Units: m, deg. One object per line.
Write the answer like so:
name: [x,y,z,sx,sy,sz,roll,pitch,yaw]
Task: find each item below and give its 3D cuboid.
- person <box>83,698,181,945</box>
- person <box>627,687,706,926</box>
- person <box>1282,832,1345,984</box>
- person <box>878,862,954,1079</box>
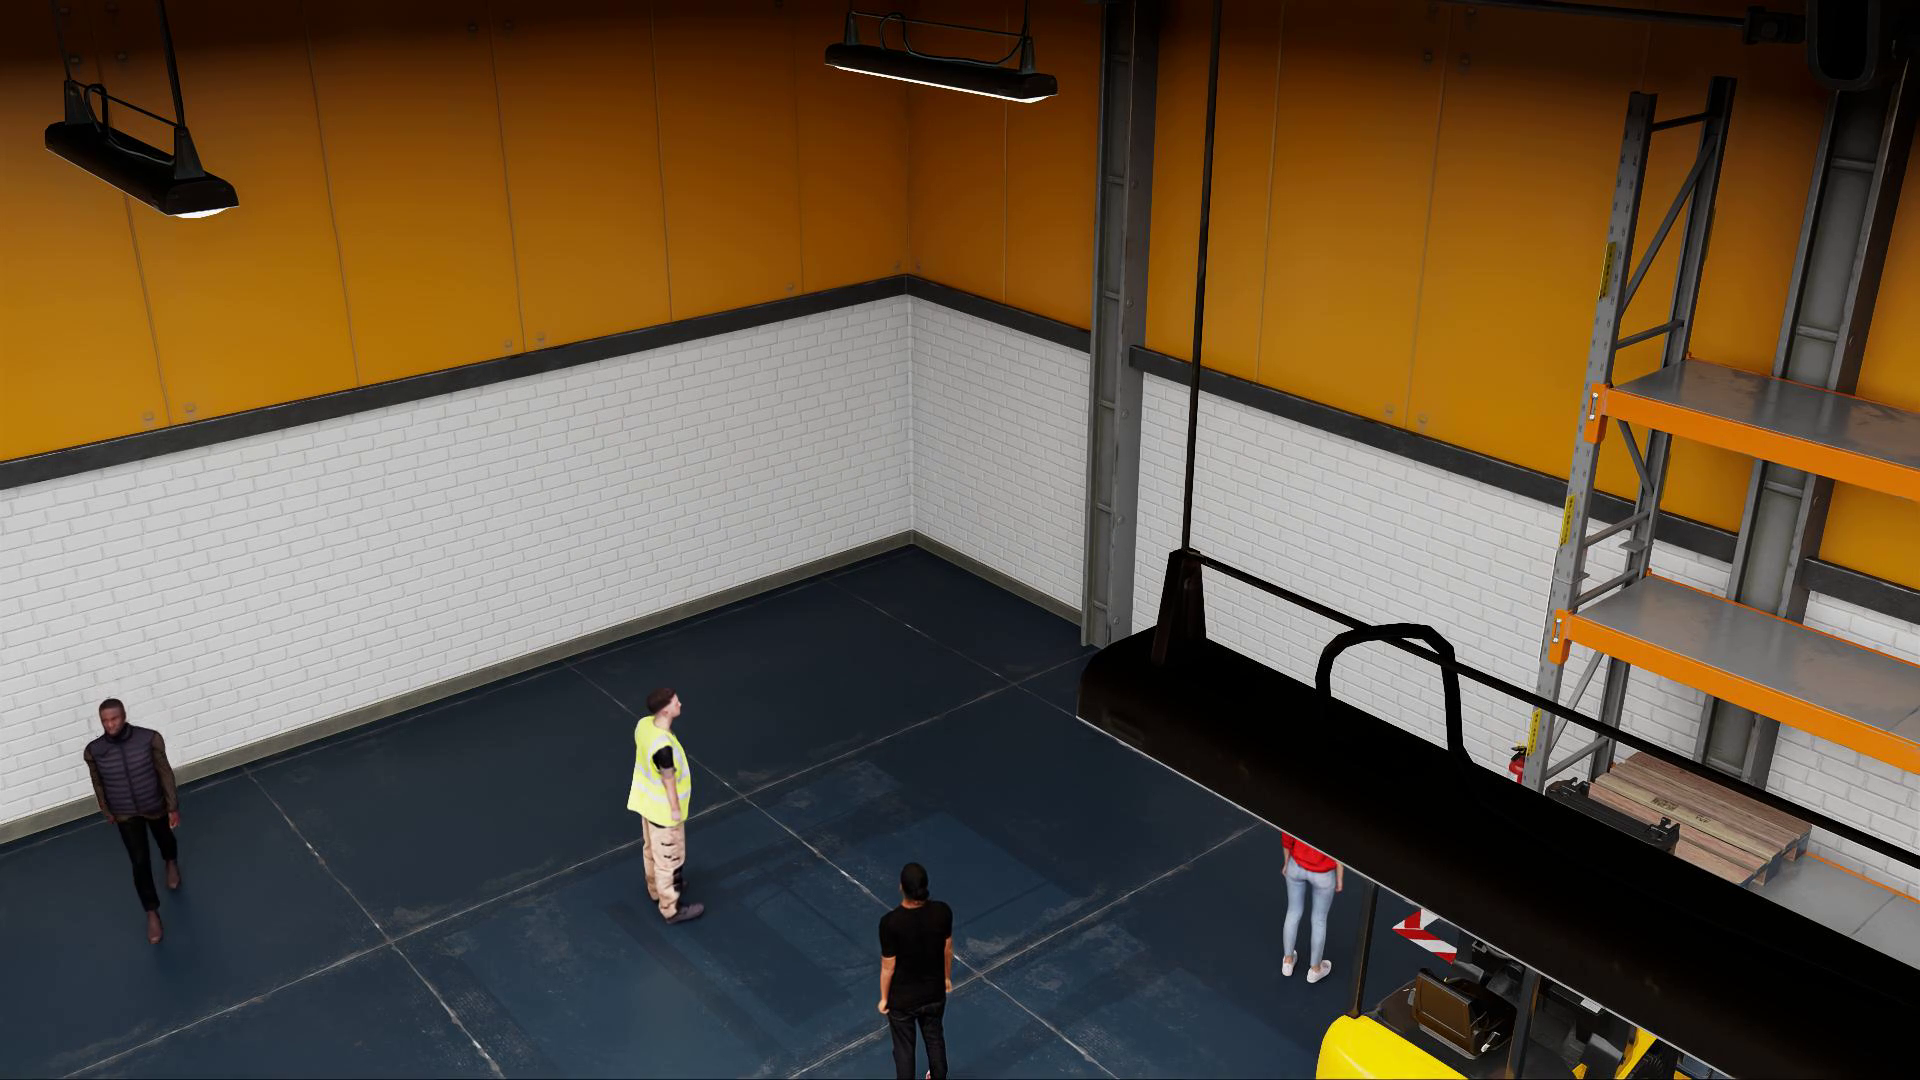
person: [-5.864,1.899,11.956,0.932,1.792,1.293,-10,25,-21]
person: [-2.122,1.880,11.940,0.816,1.841,0.697,-11,26,-24]
person: [2.387,2.240,11.286,0.573,1.705,0.738,13,27,27]
person: [-0.271,2.721,10.119,0.688,1.758,0.639,-11,26,-23]
